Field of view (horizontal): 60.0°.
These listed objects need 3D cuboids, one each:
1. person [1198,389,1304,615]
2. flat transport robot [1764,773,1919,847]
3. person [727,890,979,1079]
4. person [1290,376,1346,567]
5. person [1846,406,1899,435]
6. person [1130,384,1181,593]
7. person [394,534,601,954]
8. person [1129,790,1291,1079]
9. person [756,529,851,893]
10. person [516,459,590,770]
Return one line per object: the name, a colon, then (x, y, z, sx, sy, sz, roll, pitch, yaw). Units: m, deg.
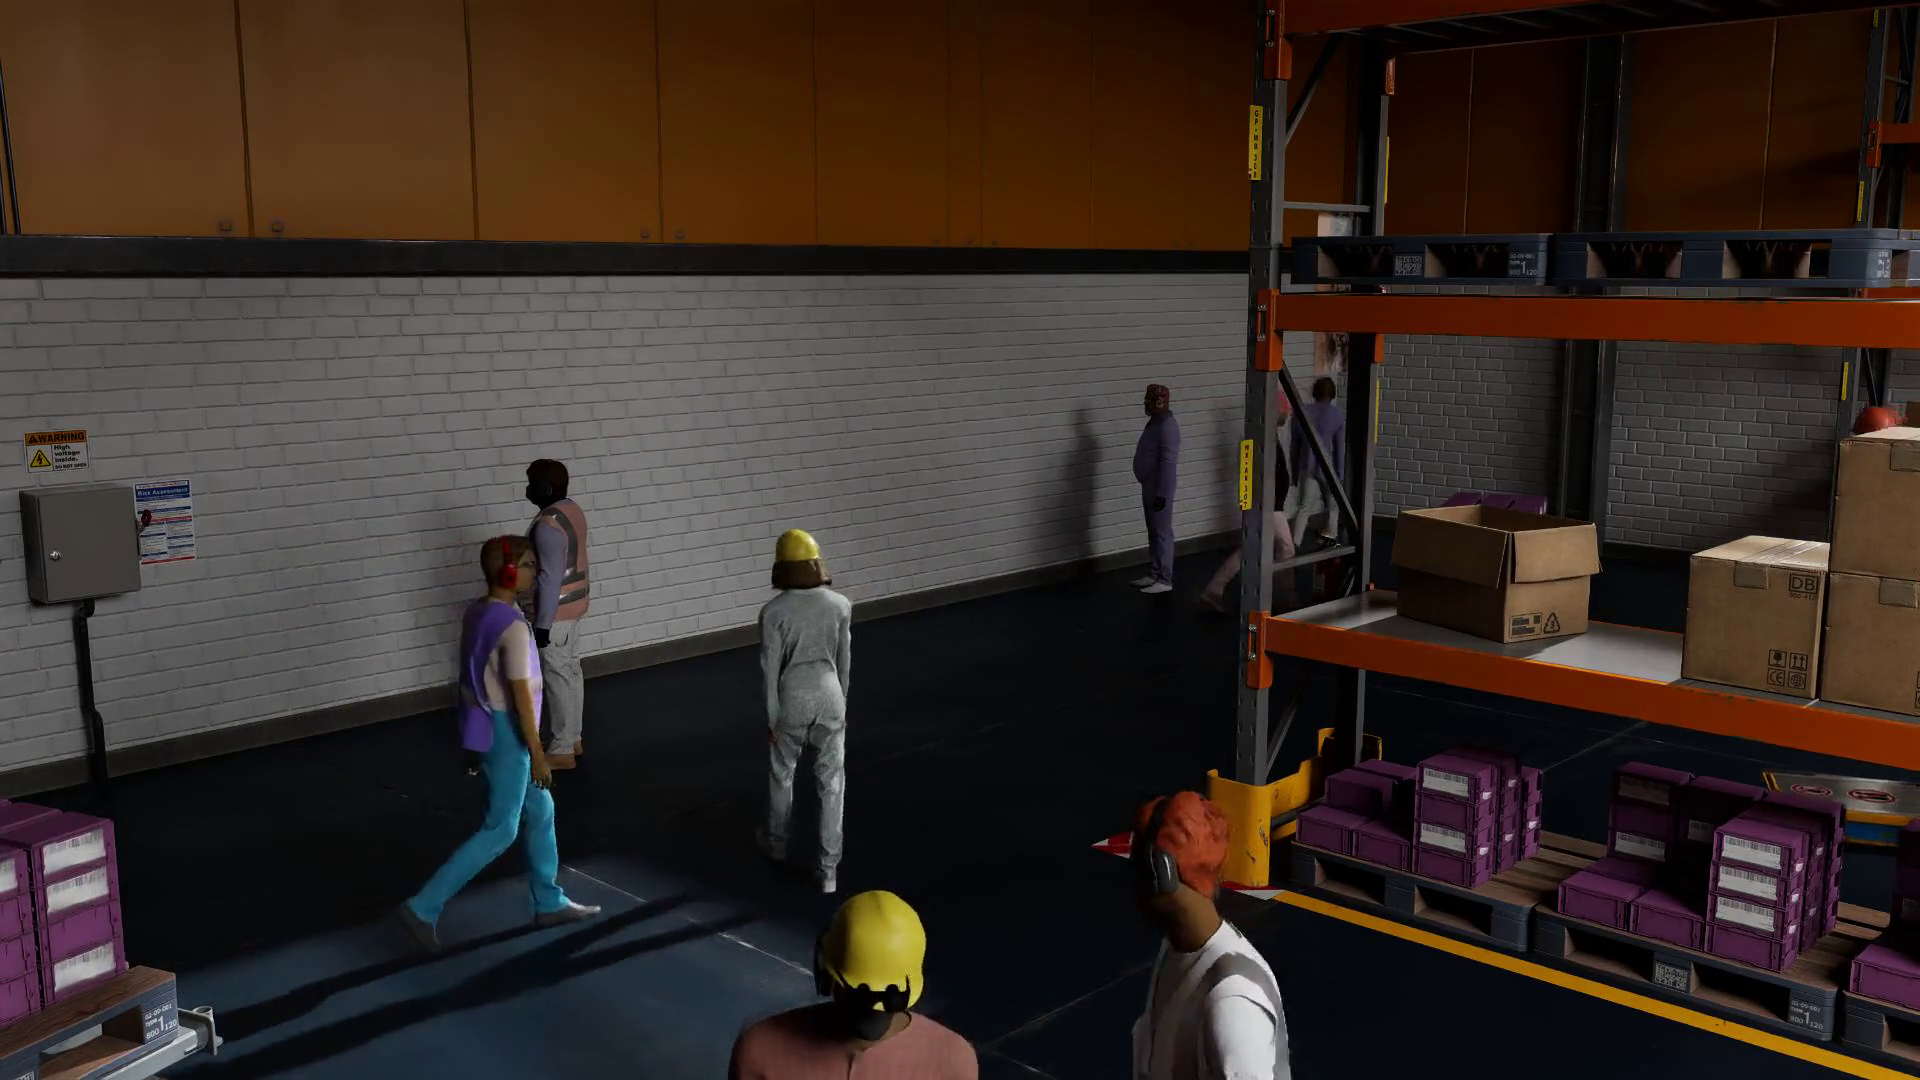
person: (2.513, -0.302, 14.025, 0.963, 1.962, 0.624, 0, 9, -1)
flat transport robot: (4.804, 1.422, 8.604, 1.431, 0.197, 0.652, 3, 10, 20)
person: (-0.249, 1.519, 3.558, 0.553, 1.725, 0.611, -1, 9, -6)
person: (3.541, -0.679, 16.536, 0.640, 1.911, 0.947, 6, 11, 34)
person: (6.421, 0.049, 11.792, 0.607, 1.984, 1.069, -5, 11, -30)
person: (1.783, -0.470, 15.204, 0.409, 1.908, 0.641, -1, 9, -5)
person: (-2.039, 0.879, 7.233, 0.852, 1.816, 0.574, -5, 10, -27)
person: (0.612, 1.461, 3.550, 0.477, 1.854, 0.656, -1, 9, -8)
person: (-0.772, 0.792, 8.076, 0.498, 1.703, 0.863, -4, 10, -23)
person: (-2.415, 0.436, 9.853, 0.429, 1.844, 0.626, 0, 9, -2)
